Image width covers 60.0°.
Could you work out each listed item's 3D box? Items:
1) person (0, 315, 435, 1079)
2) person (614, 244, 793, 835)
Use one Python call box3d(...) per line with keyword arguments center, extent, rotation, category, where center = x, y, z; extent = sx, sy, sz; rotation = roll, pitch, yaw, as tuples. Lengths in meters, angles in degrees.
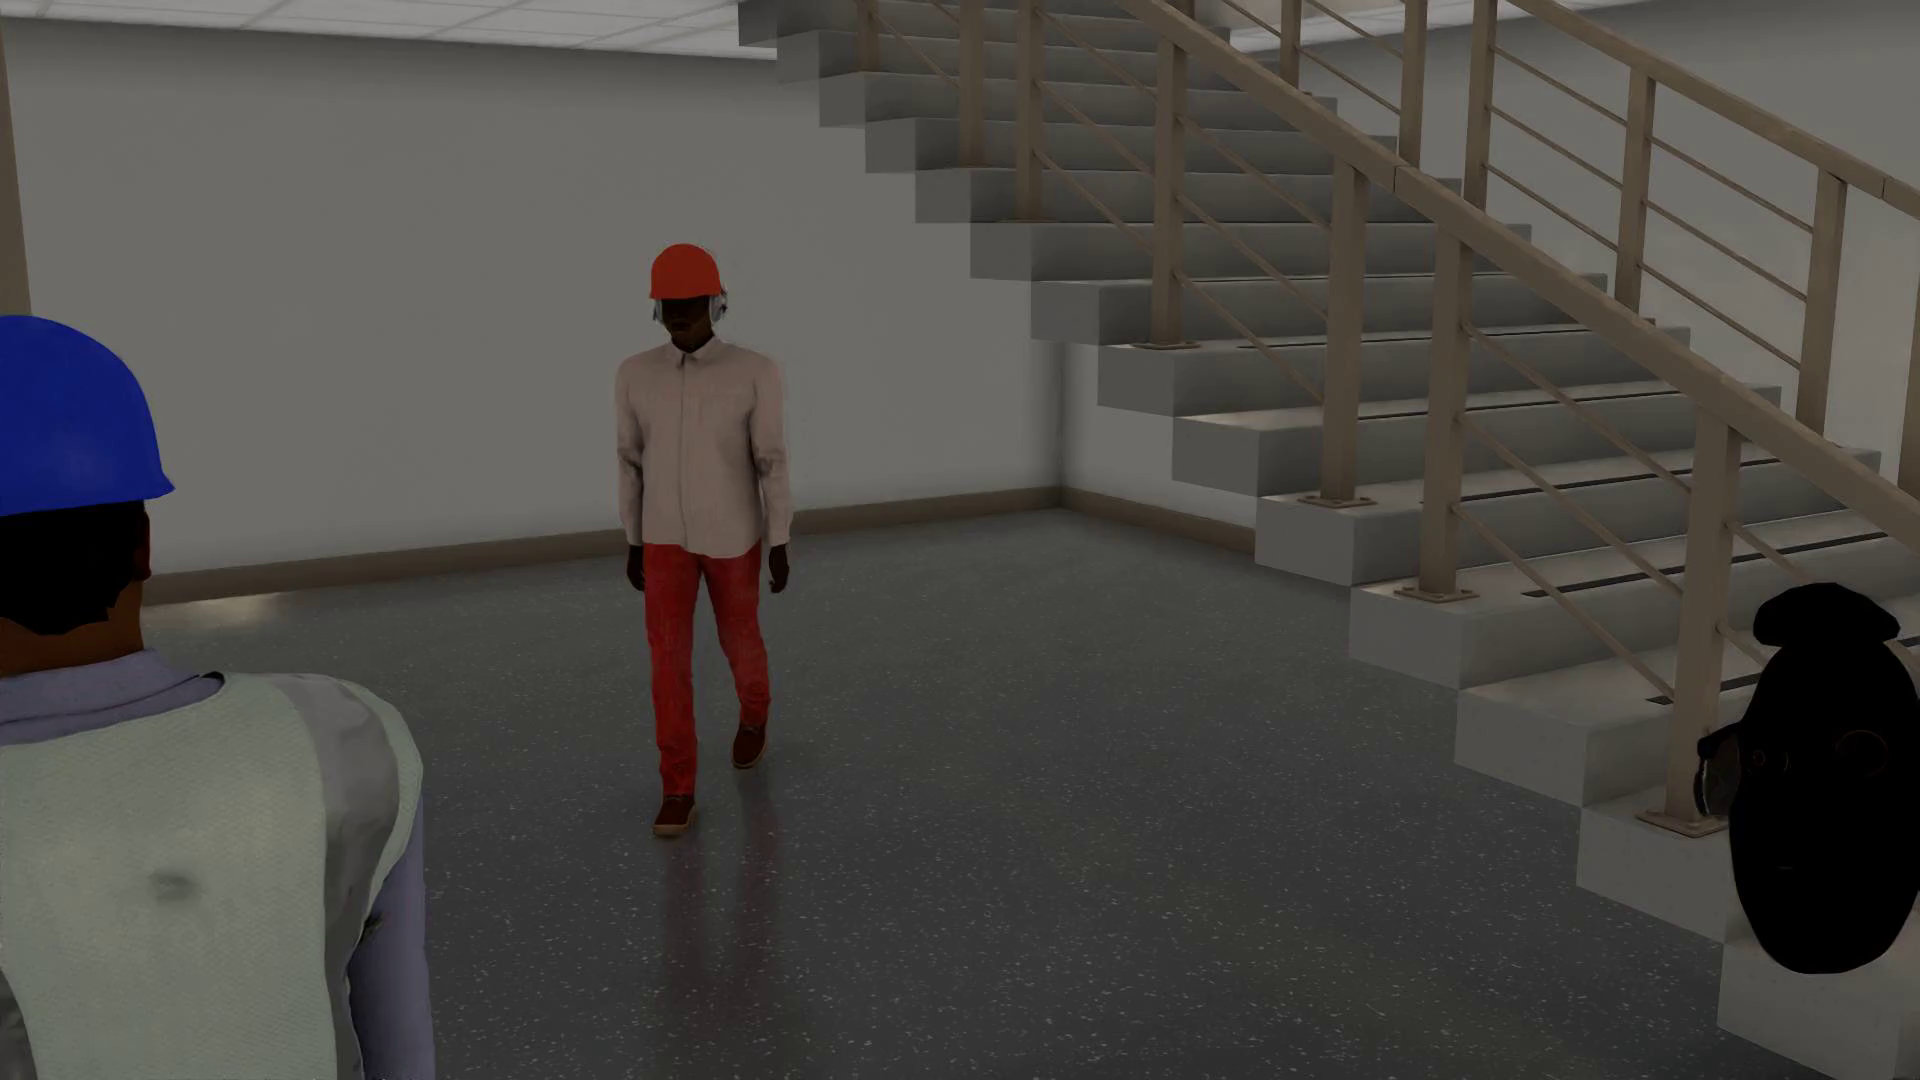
box3d(center=(-0.753, 0.772, 1.545), extent=(0.402, 1.943, 0.605), rotation=(8, 14, 38), category="person")
box3d(center=(-0.877, -0.045, 5.796), extent=(0.621, 1.961, 0.936), rotation=(1, 11, 6), category="person")
